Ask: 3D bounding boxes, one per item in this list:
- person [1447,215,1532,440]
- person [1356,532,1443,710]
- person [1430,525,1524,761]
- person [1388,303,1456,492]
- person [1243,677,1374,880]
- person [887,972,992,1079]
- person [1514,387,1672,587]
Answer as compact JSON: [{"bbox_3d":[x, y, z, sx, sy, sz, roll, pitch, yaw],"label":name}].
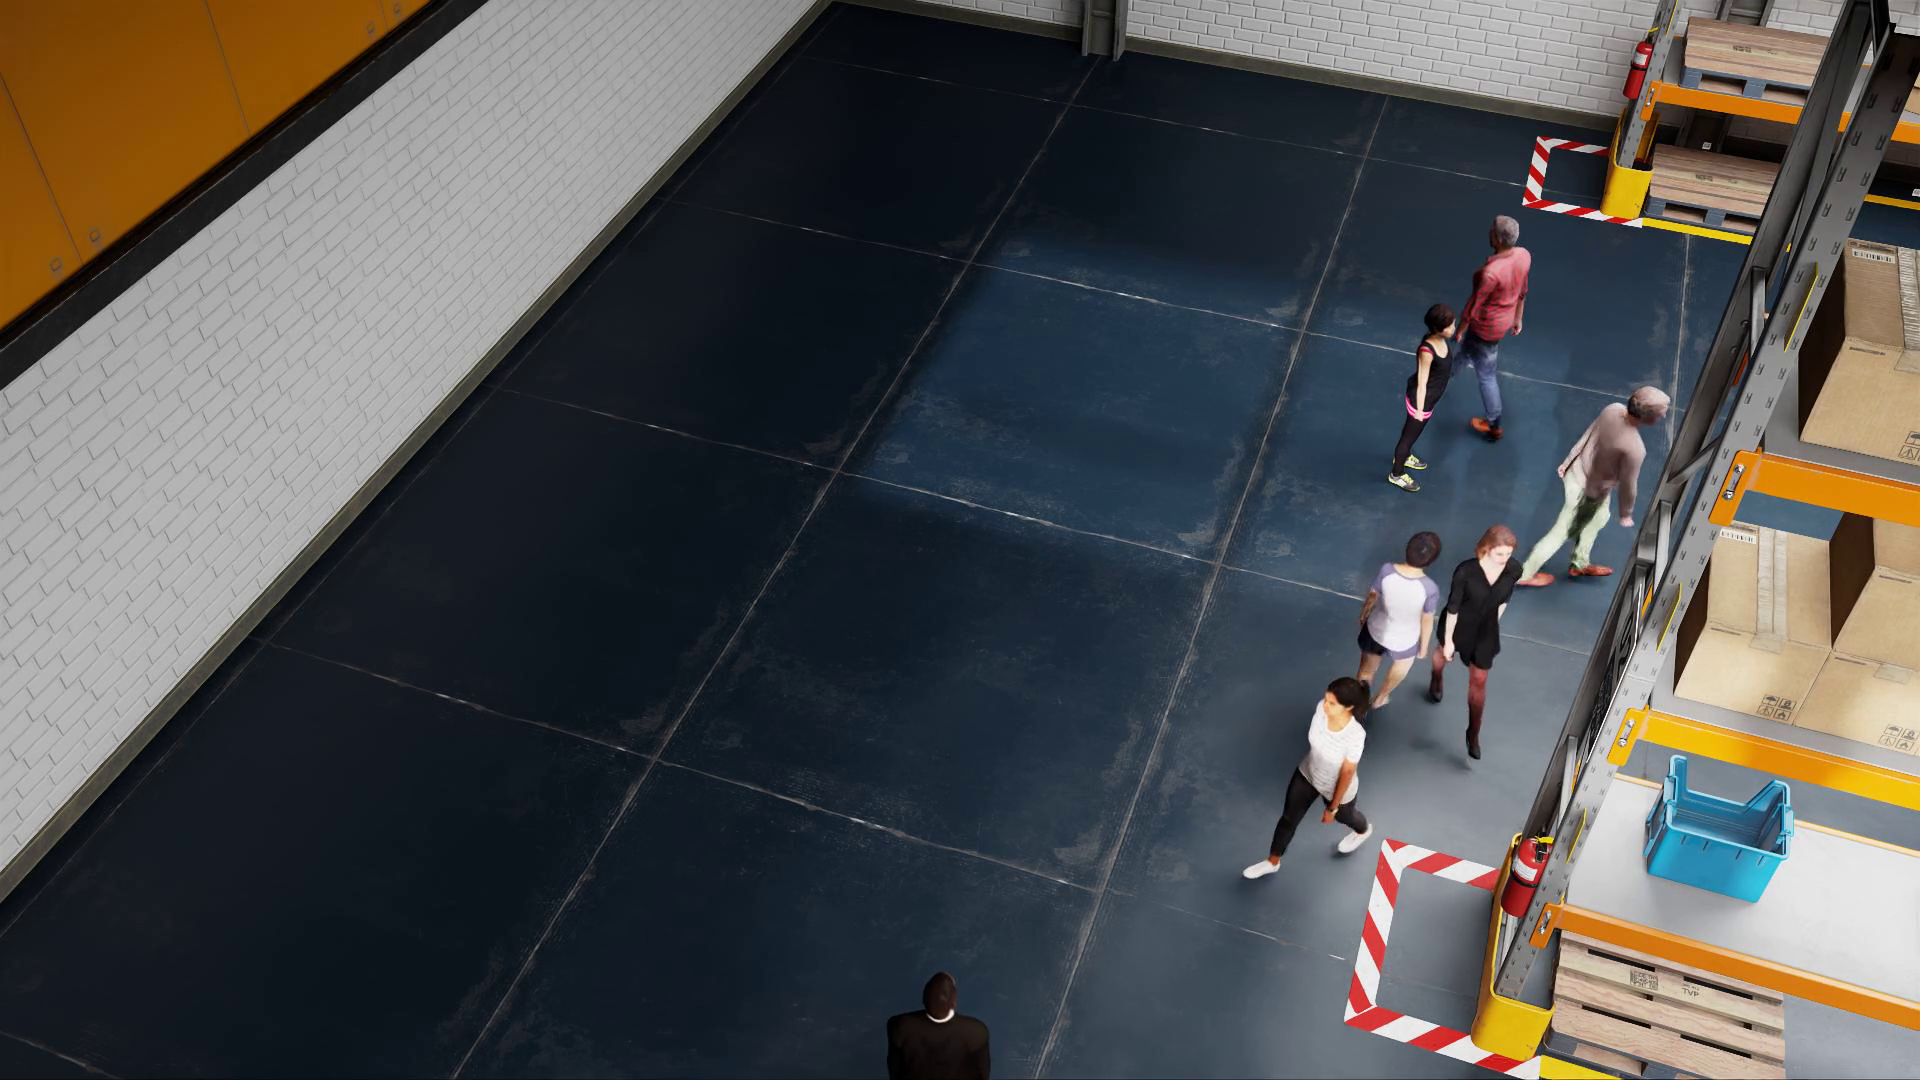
[{"bbox_3d":[4.068,-1.565,12.565,1.105,1.779,1.302,-28,50,-26],"label":"person"},{"bbox_3d":[2.726,0.607,10.453,0.595,1.548,0.754,20,47,20],"label":"person"},{"bbox_3d":[3.168,0.485,10.491,1.020,1.673,0.890,-1,44,-1],"label":"person"},{"bbox_3d":[3.403,-1.080,12.221,0.517,1.553,0.544,17,46,17],"label":"person"},{"bbox_3d":[2.202,1.370,9.607,1.099,1.610,1.079,-20,47,-20],"label":"person"},{"bbox_3d":[-0.100,2.683,8.095,0.576,1.795,0.761,3,44,3],"label":"person"},{"bbox_3d":[4.171,-0.334,11.244,1.072,1.820,0.906,-5,44,-6],"label":"person"}]
